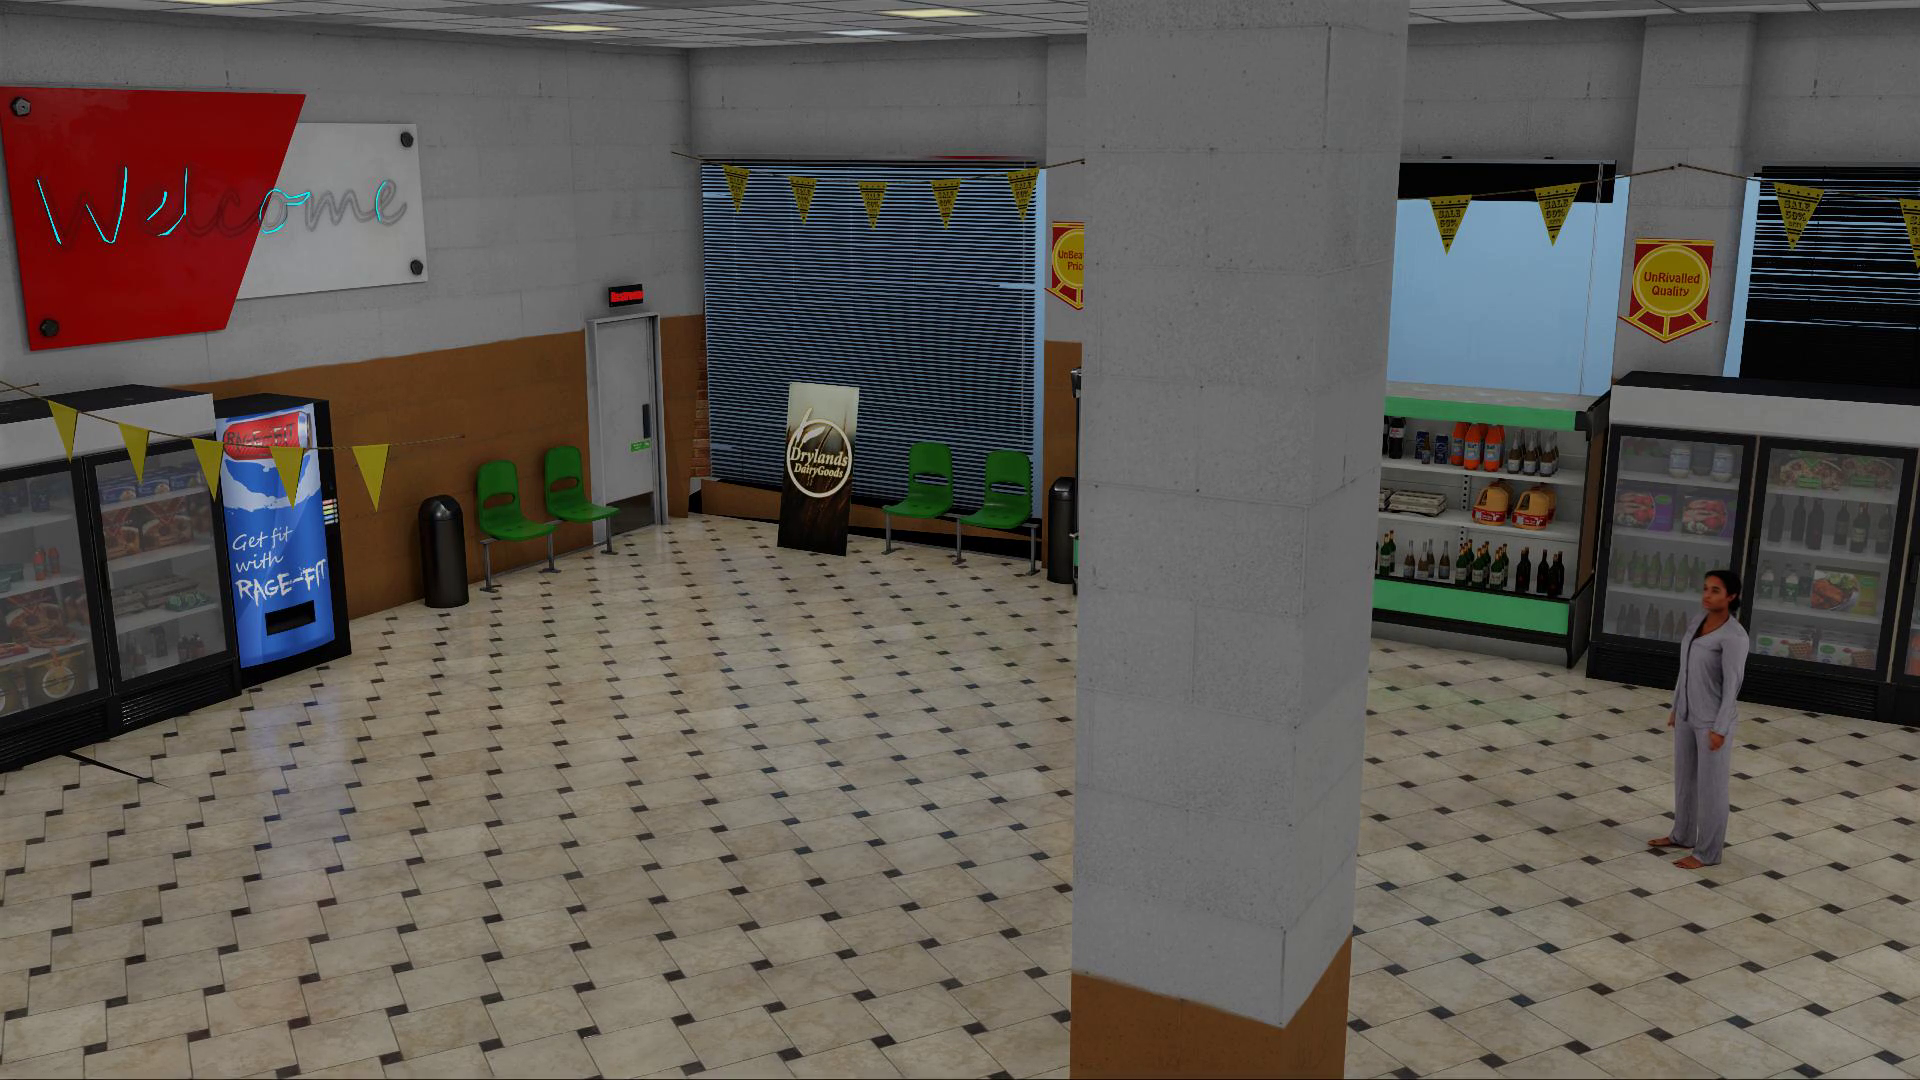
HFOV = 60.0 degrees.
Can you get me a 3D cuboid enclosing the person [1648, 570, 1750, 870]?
[{"bbox_3d":[4.293,1.008,9.562,0.750,1.735,0.715,-2,14,-9],"label":"person"}]
